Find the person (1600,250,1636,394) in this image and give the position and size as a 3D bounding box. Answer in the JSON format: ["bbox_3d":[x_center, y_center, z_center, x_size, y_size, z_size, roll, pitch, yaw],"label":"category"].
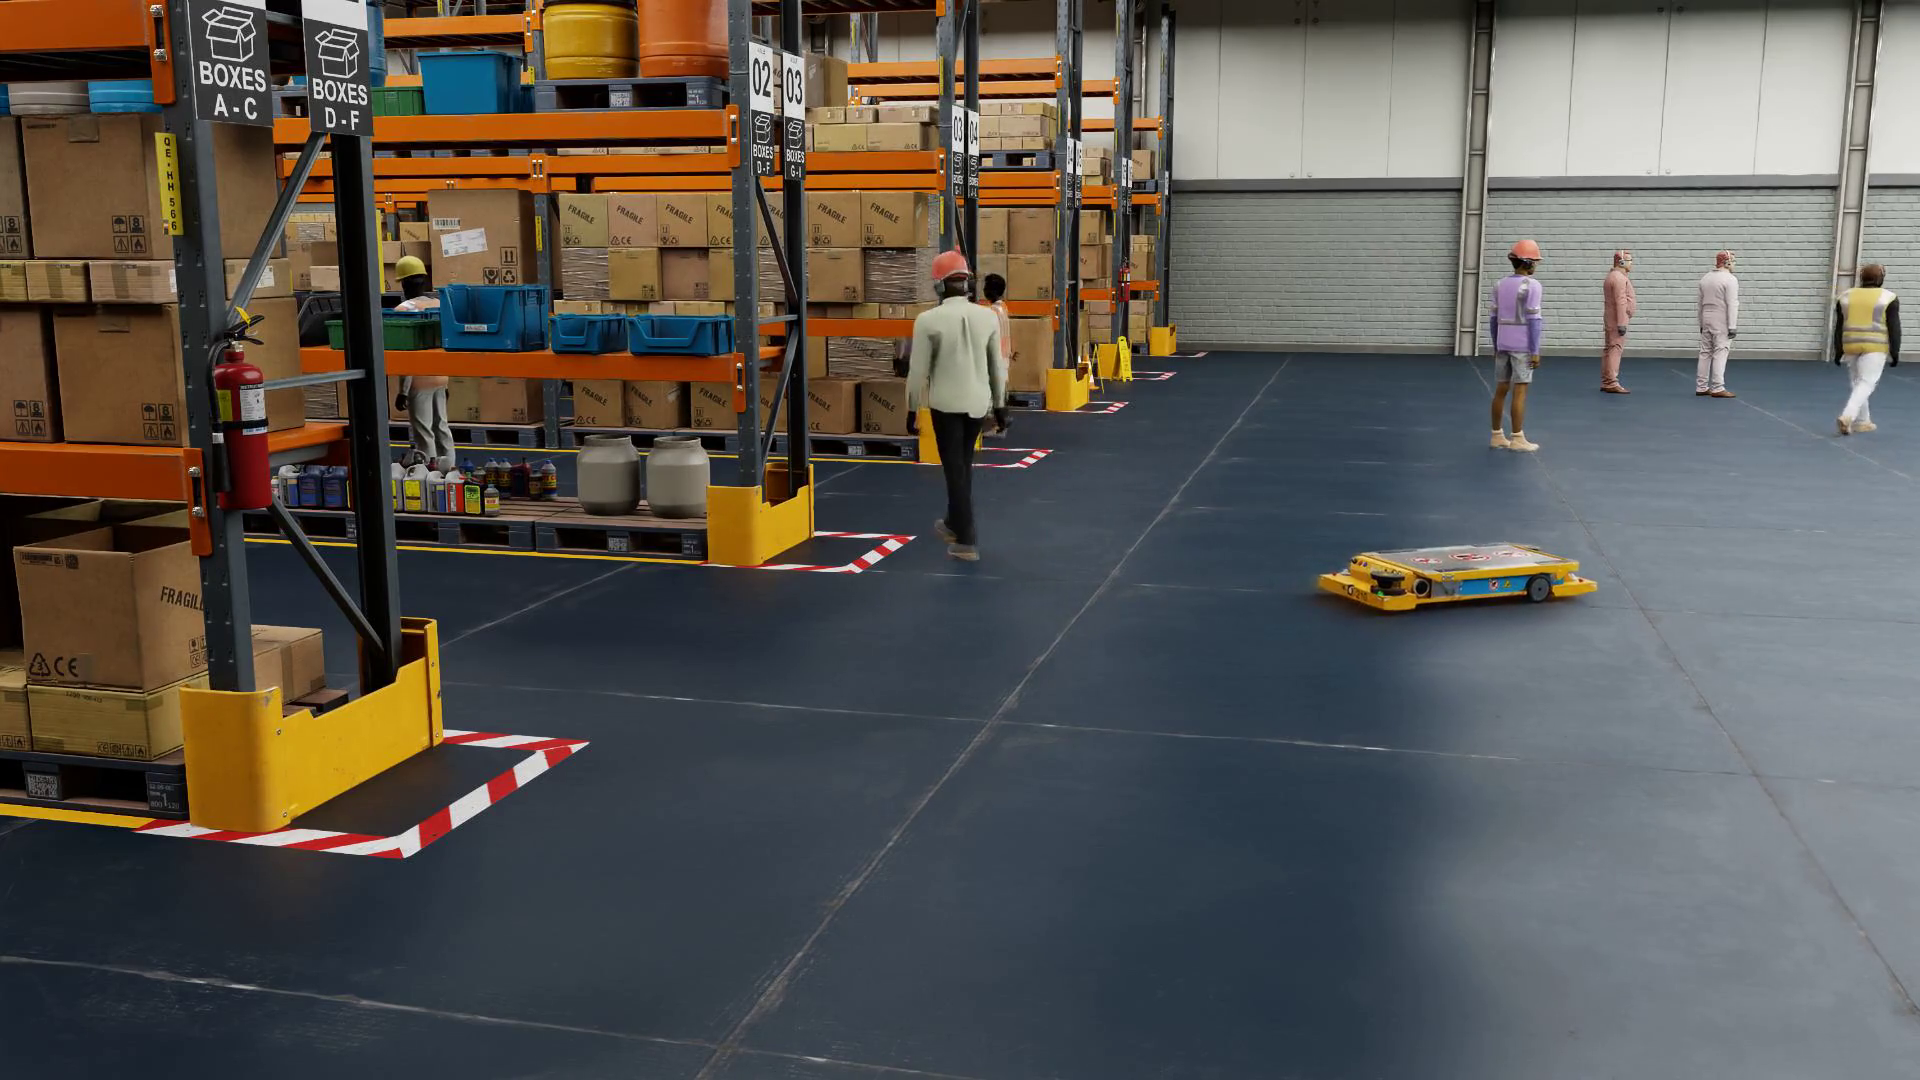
[{"bbox_3d":[8.830,-2.920,22.290,0.410,1.909,0.643,2,10,9],"label":"person"}]

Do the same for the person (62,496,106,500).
[{"bbox_3d":[-5.728,-0.794,10.629,0.328,1.865,0.518,2,10,10],"label":"person"}]

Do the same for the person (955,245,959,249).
[{"bbox_3d":[-0.113,-2.445,19.440,0.395,1.985,0.608,1,10,3],"label":"person"}]

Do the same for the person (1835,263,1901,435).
[{"bbox_3d":[9.525,-2.005,17.510,0.900,1.808,0.634,-7,12,-35],"label":"person"}]

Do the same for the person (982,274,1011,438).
[{"bbox_3d":[0.365,-1.901,17.222,0.316,1.695,0.541,2,10,10],"label":"person"}]

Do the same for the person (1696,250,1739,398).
[{"bbox_3d":[9.916,-2.813,21.698,0.401,1.907,0.646,-3,11,-14],"label":"person"}]

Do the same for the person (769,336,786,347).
[{"bbox_3d":[-1.844,-2.072,17.410,0.540,1.973,0.649,2,10,12],"label":"person"}]

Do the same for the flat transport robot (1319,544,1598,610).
[{"bbox_3d":[2.860,0.197,9.551,1.431,0.197,0.652,-4,11,-19],"label":"flat transport robot"}]

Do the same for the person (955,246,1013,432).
[{"bbox_3d":[0.025,-2.050,17.242,1.073,1.974,0.633,5,11,25],"label":"person"}]

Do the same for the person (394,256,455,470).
[{"bbox_3d":[-4.126,-1.202,12.732,0.392,1.919,0.589,4,11,19],"label":"person"}]

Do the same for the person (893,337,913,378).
[{"bbox_3d":[-0.525,-1.920,16.729,0.505,1.908,0.607,2,10,13],"label":"person"}]

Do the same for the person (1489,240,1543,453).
[{"bbox_3d":[5.397,-1.870,16.094,0.397,2.043,0.609,-4,11,-23],"label":"person"}]

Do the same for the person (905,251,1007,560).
[{"bbox_3d":[-0.080,-0.888,10.875,0.656,1.954,0.925,-6,12,-29],"label":"person"}]
